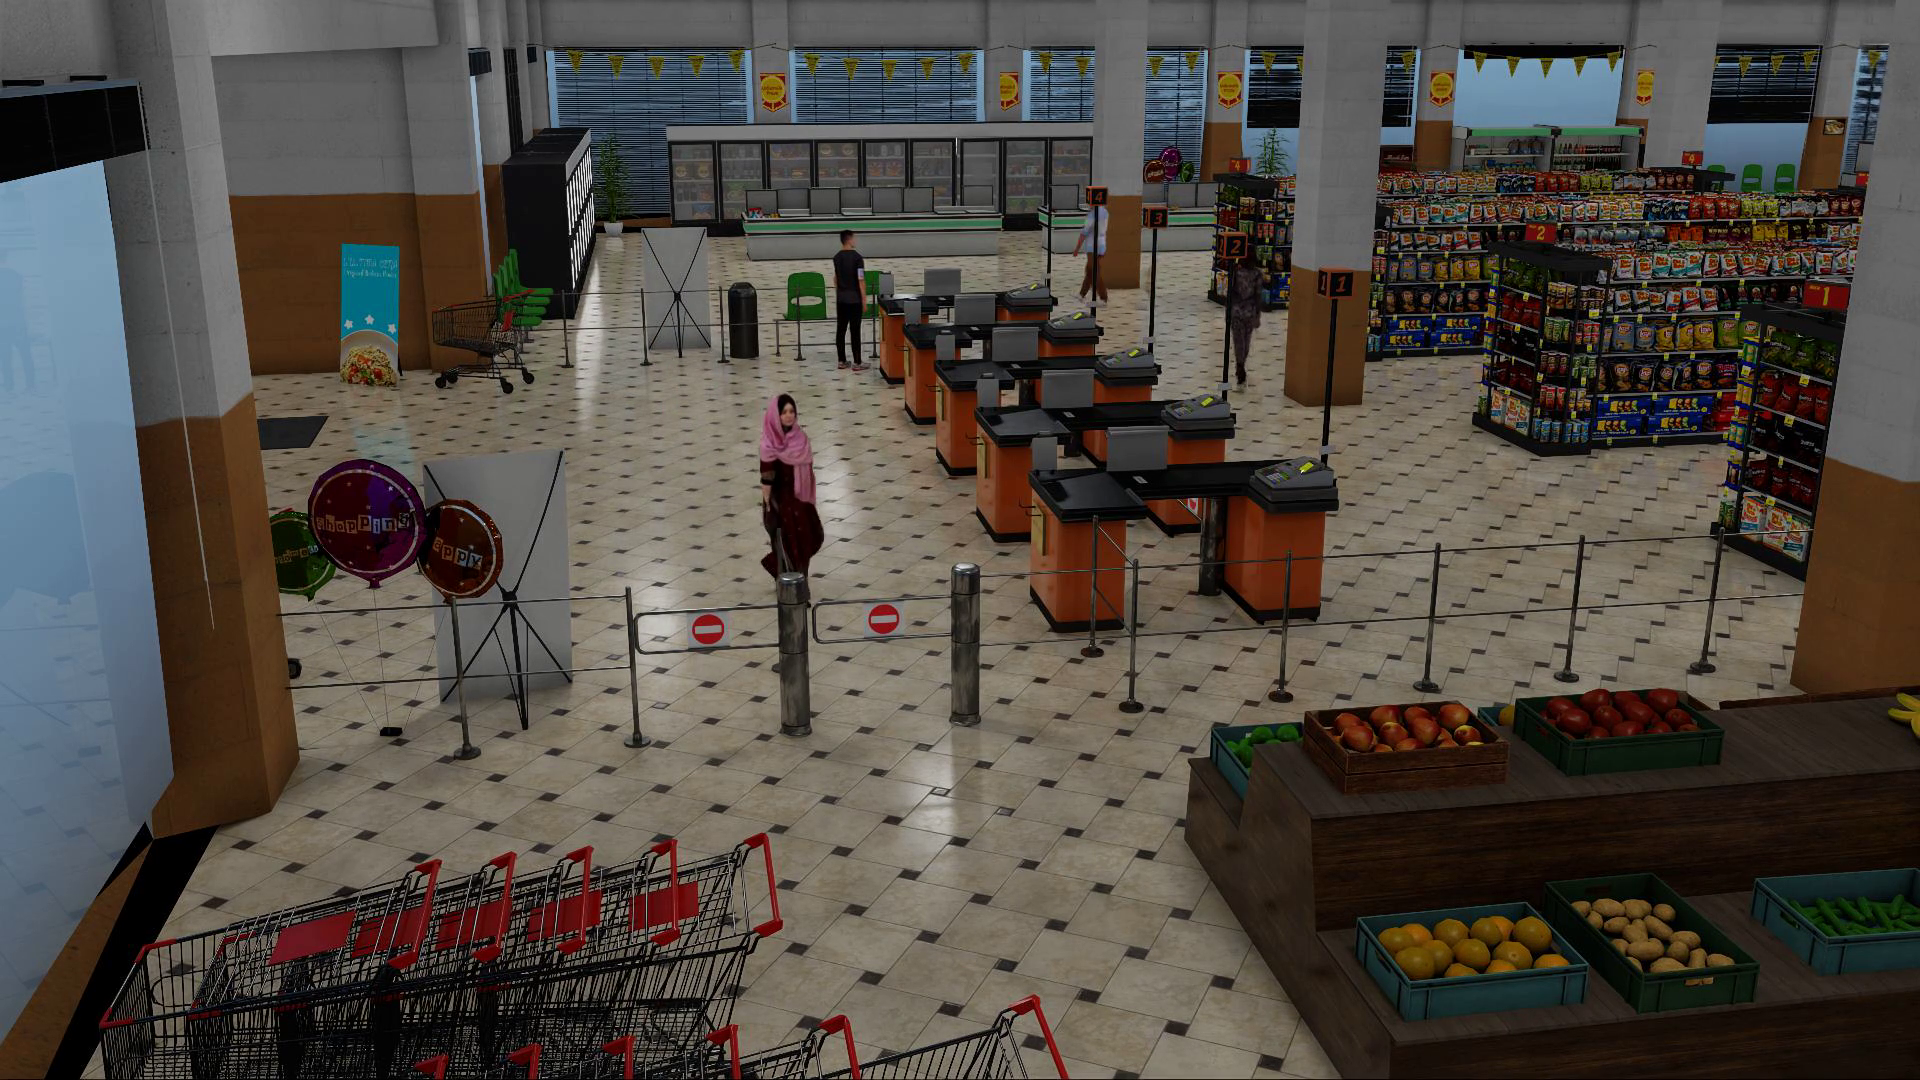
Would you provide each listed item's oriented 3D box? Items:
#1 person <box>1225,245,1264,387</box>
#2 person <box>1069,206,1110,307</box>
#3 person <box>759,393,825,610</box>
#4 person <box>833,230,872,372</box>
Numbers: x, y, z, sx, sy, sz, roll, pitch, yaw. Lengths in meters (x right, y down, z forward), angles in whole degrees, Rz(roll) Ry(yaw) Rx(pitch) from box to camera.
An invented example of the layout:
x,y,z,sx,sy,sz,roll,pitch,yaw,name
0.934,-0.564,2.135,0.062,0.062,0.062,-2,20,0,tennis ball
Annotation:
x,y,z,sx,sy,sz,roll,pitch,yaw,name
3.430,-2.681,20.108,1.136,1.678,0.788,0,17,0,person
2.173,-4.550,26.069,1.139,1.791,1.050,10,20,30,person
-1.310,-0.301,12.363,0.936,1.625,0.891,16,23,42,person
-1.419,-3.055,21.196,0.716,1.762,0.772,12,20,34,person
